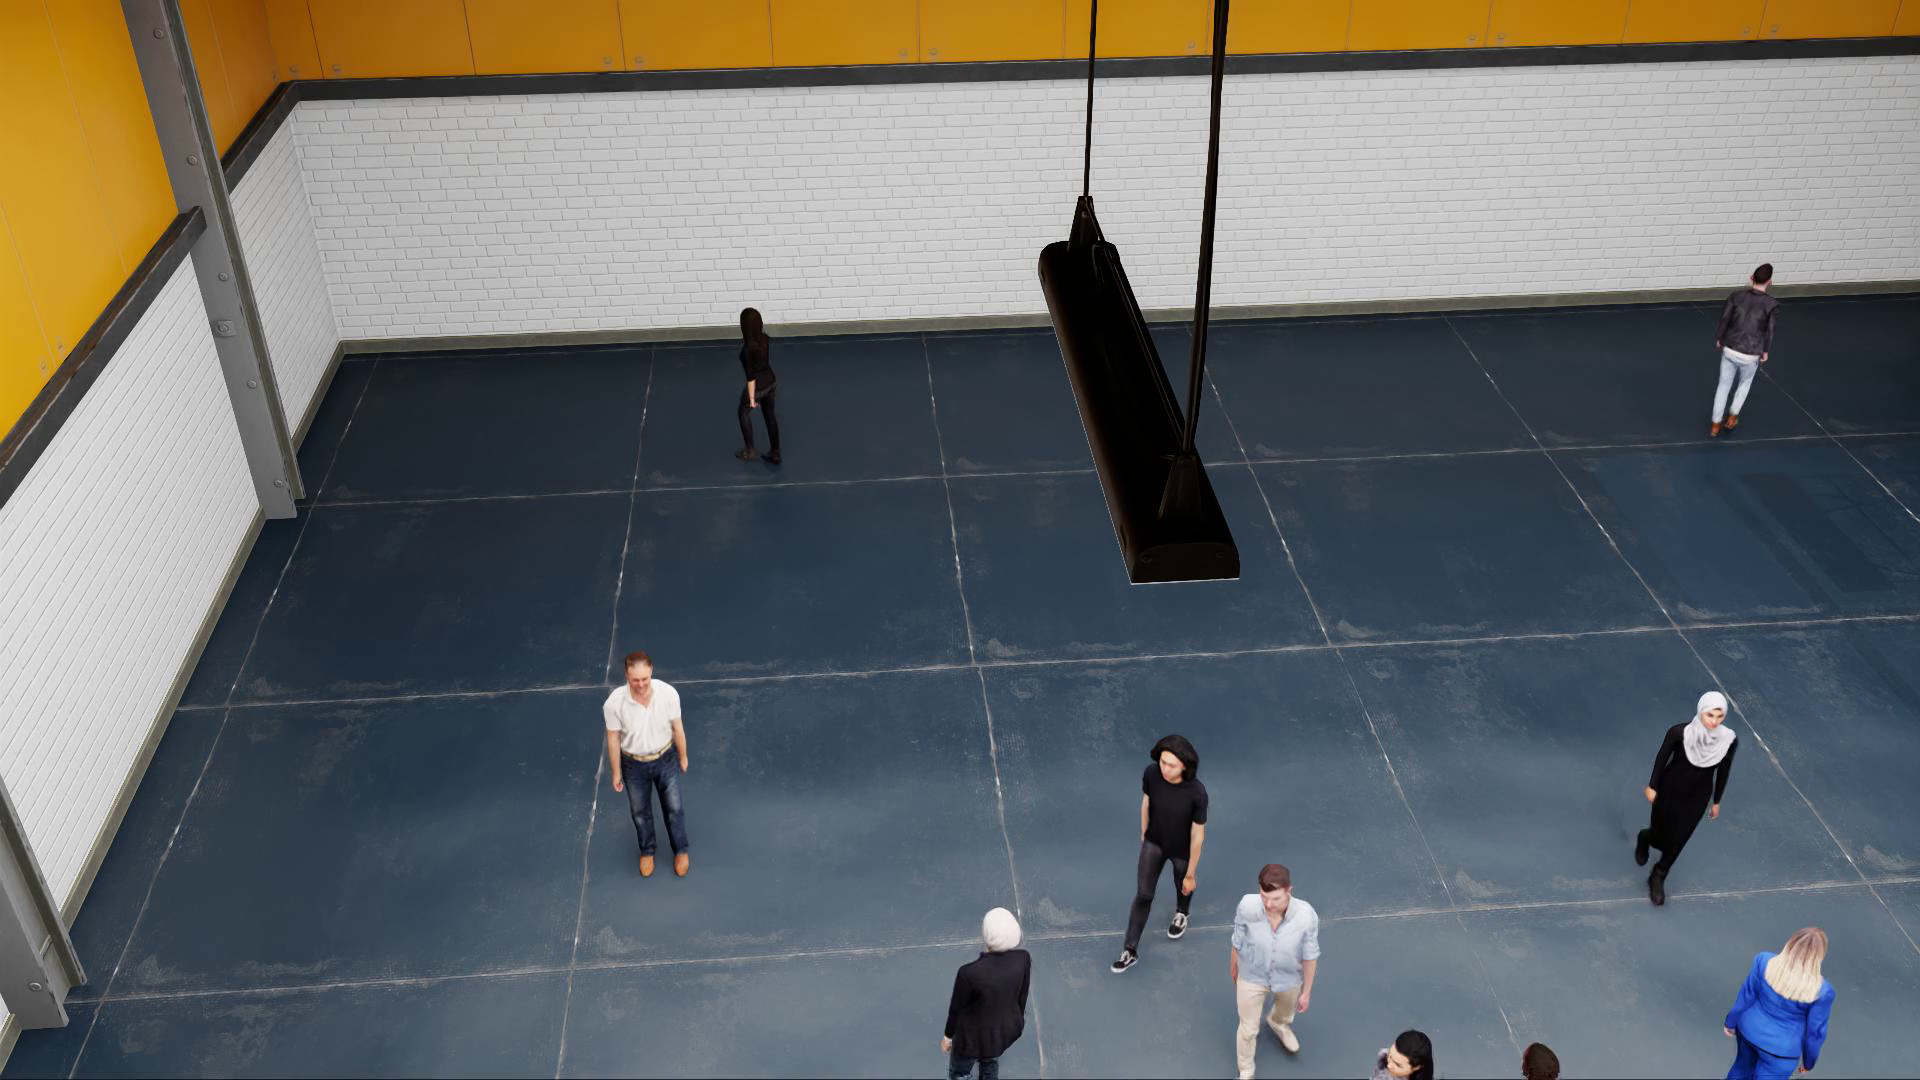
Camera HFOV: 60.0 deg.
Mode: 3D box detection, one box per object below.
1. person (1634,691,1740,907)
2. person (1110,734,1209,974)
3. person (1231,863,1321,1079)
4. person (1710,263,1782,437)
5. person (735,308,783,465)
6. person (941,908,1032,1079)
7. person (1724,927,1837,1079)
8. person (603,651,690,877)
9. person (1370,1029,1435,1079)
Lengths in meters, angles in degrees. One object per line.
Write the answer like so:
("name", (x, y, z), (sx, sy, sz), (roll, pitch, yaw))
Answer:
("person", (4.821, 1.661, 11.150), (0.714, 1.771, 0.807), (4, 34, 7))
("person", (1.414, 1.911, 10.748), (1.054, 1.800, 1.184), (19, 38, 27))
("person", (1.850, 2.521, 9.812), (0.821, 1.819, 1.001), (4, 34, 7))
("person", (7.665, -1.824, 16.344), (0.815, 1.825, 0.860), (20, 38, 27))
("person", (-1.856, -1.442, 15.954), (0.820, 1.621, 0.769), (20, 39, 28))
("person", (0.121, 2.757, 9.145), (0.928, 1.766, 1.003), (-15, 36, -21))
("person", (4.517, 2.884, 9.398), (1.052, 1.673, 1.054), (28, 43, 35))
("person", (-2.136, 1.475, 11.358), (0.667, 1.851, 0.610), (-4, 34, -6))
("person", (2.369, 3.192, 8.892), (0.836, 1.721, 0.791), (-17, 37, -24))
